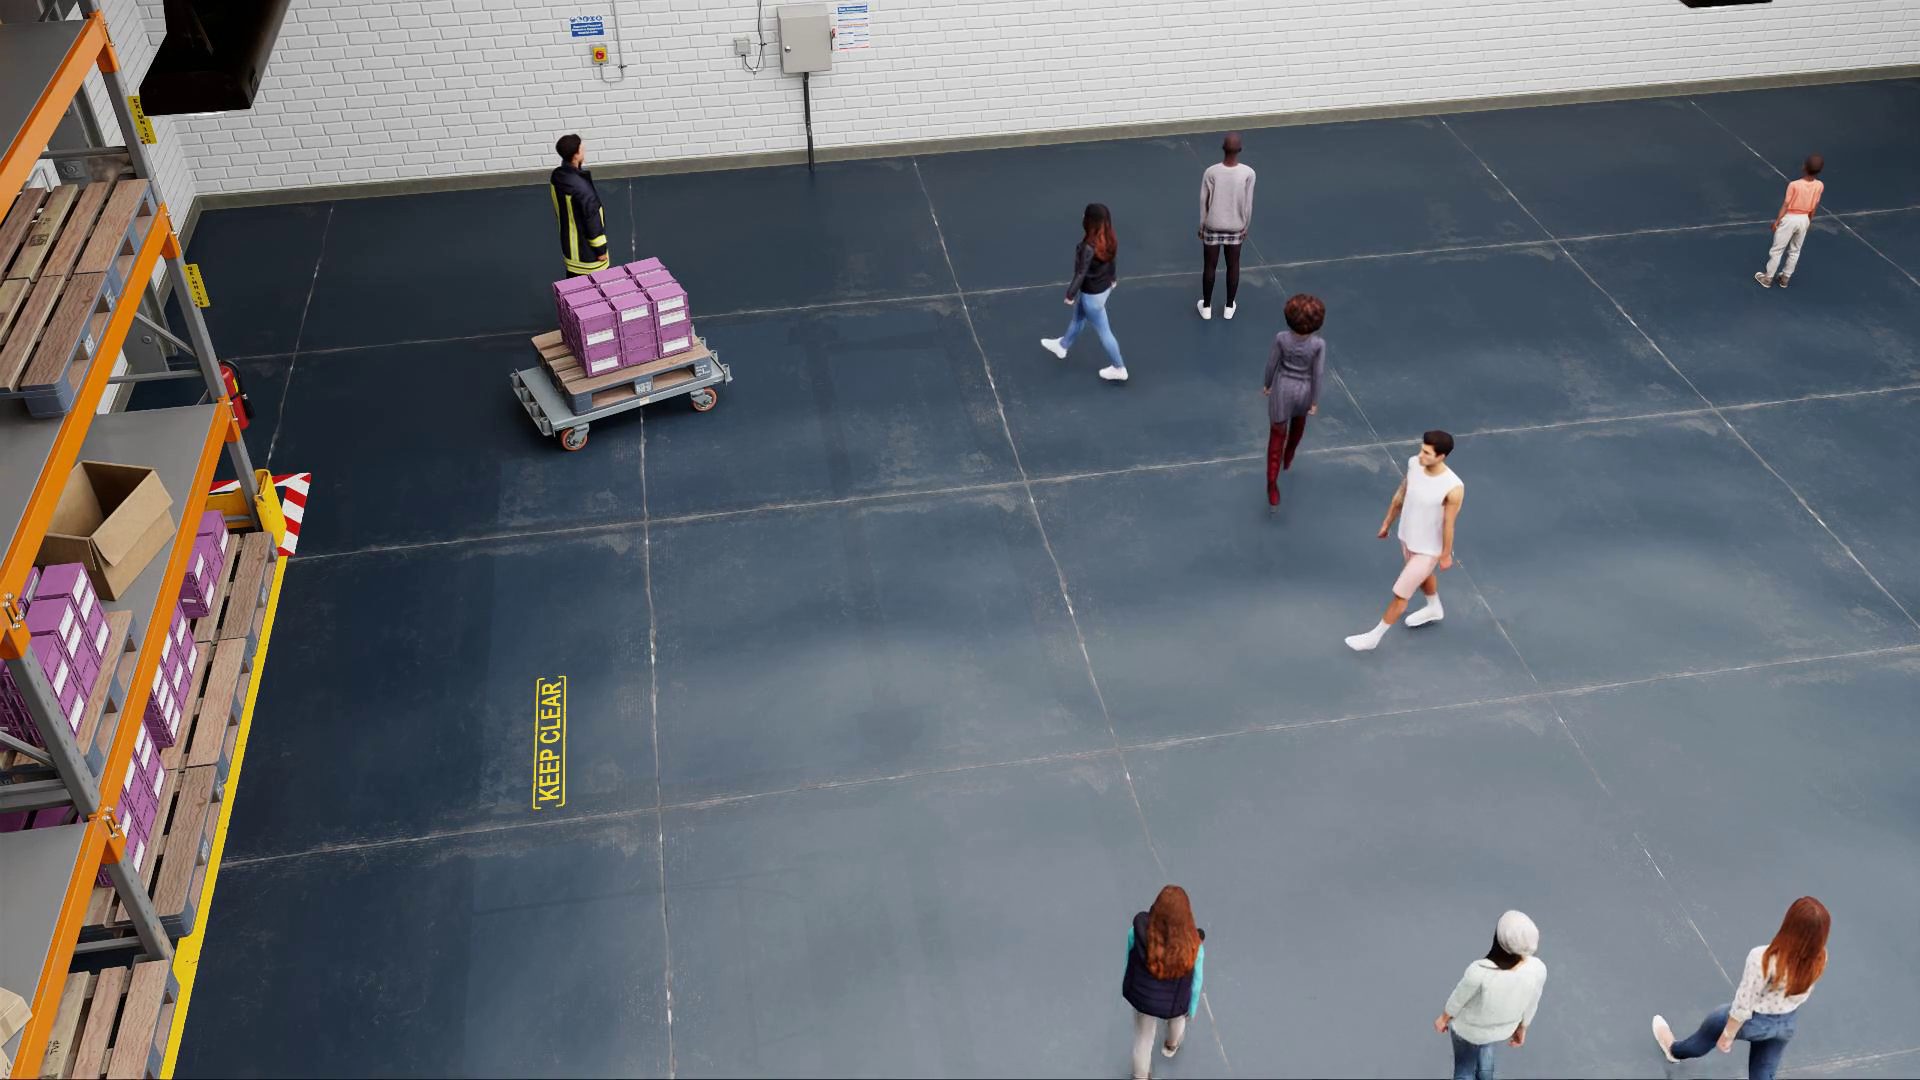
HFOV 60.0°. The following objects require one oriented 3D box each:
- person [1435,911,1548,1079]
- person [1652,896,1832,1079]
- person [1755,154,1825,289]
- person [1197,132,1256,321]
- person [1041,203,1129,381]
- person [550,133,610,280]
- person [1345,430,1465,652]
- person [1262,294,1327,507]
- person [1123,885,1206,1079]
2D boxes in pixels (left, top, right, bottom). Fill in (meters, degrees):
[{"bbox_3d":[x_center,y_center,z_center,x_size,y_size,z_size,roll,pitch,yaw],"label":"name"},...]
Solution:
[{"bbox_3d":[2.647,2.467,8.287,0.566,1.638,0.561,-6,39,-8],"label":"person"},{"bbox_3d":[4.014,2.460,8.250,0.631,1.695,1.045,-5,39,-6],"label":"person"},{"bbox_3d":[7.688,-2.936,15.315,0.522,1.311,0.529,2,39,2],"label":"person"},{"bbox_3d":[2.342,-2.781,14.751,0.663,1.771,0.612,3,39,3],"label":"person"},{"bbox_3d":[1.199,-2.047,13.979,1.155,1.588,1.139,20,43,23],"label":"person"},{"bbox_3d":[-3.279,-2.611,14.415,0.950,1.926,0.811,-27,46,-29],"label":"person"},{"bbox_3d":[3.215,-0.015,11.316,0.884,1.737,1.108,-14,41,-17],"label":"person"},{"bbox_3d":[2.509,-1.027,12.636,0.926,1.670,1.209,9,40,12],"label":"person"},{"bbox_3d":[1.006,2.373,8.531,0.779,1.480,0.895,12,40,14],"label":"person"}]
